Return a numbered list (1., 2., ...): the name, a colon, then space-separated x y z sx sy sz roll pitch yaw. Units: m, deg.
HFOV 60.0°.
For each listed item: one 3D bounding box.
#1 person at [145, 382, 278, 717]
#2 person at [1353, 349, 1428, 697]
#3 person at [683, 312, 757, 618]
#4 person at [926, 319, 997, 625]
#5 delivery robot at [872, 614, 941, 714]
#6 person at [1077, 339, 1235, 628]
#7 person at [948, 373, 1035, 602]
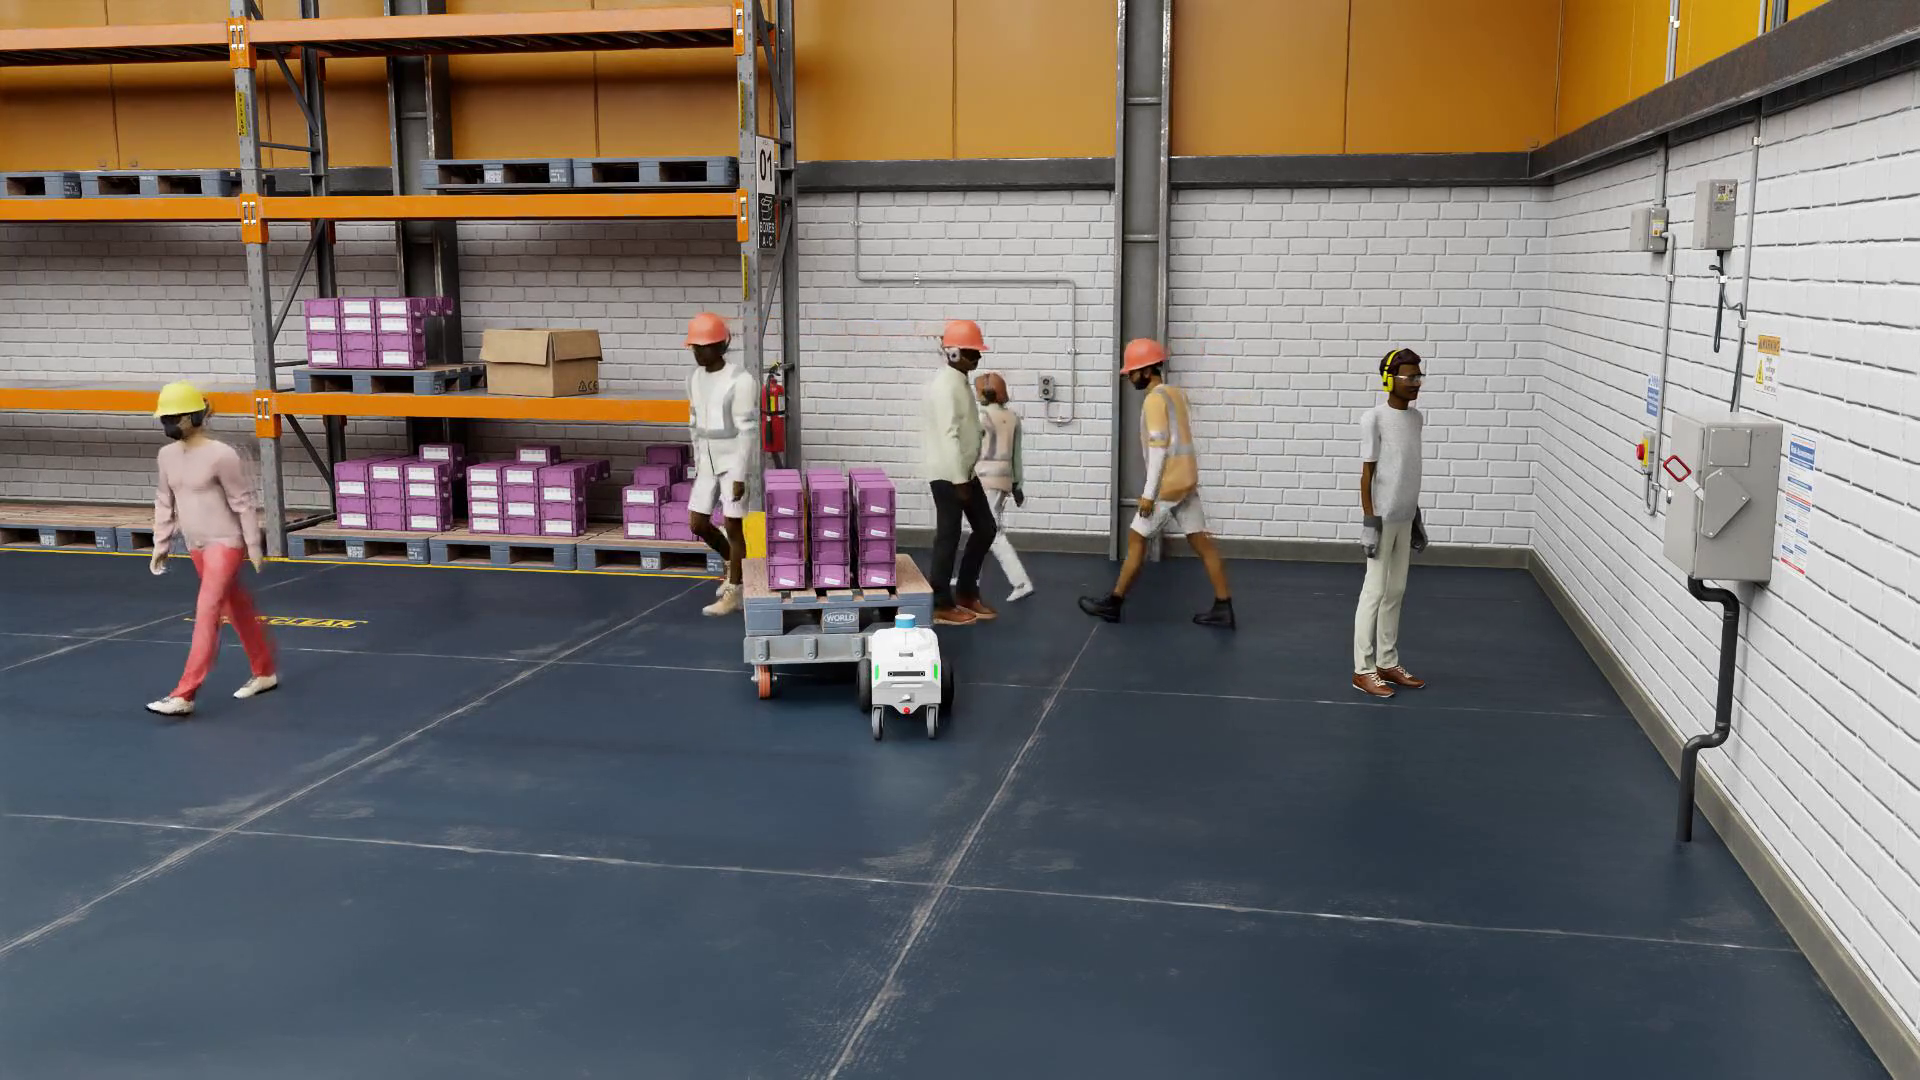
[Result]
1. person: -3.929 0.044 8.605 0.526 1.711 0.916 5 11 27
2. person: 2.355 -0.099 9.015 0.511 1.872 0.329 -8 13 -41
3. person: -1.562 -0.482 10.893 0.618 2.014 0.586 7 12 35
4. person: 0.033 -0.409 10.585 0.581 1.970 0.634 3 10 15
5. delivery robot: -0.274 0.618 8.368 0.477 0.478 0.707 0 9 -3
6. person: 1.266 -0.348 10.618 1.088 1.834 0.557 4 10 25
7. person: 0.212 -0.375 11.565 0.883 1.574 0.498 7 12 36
